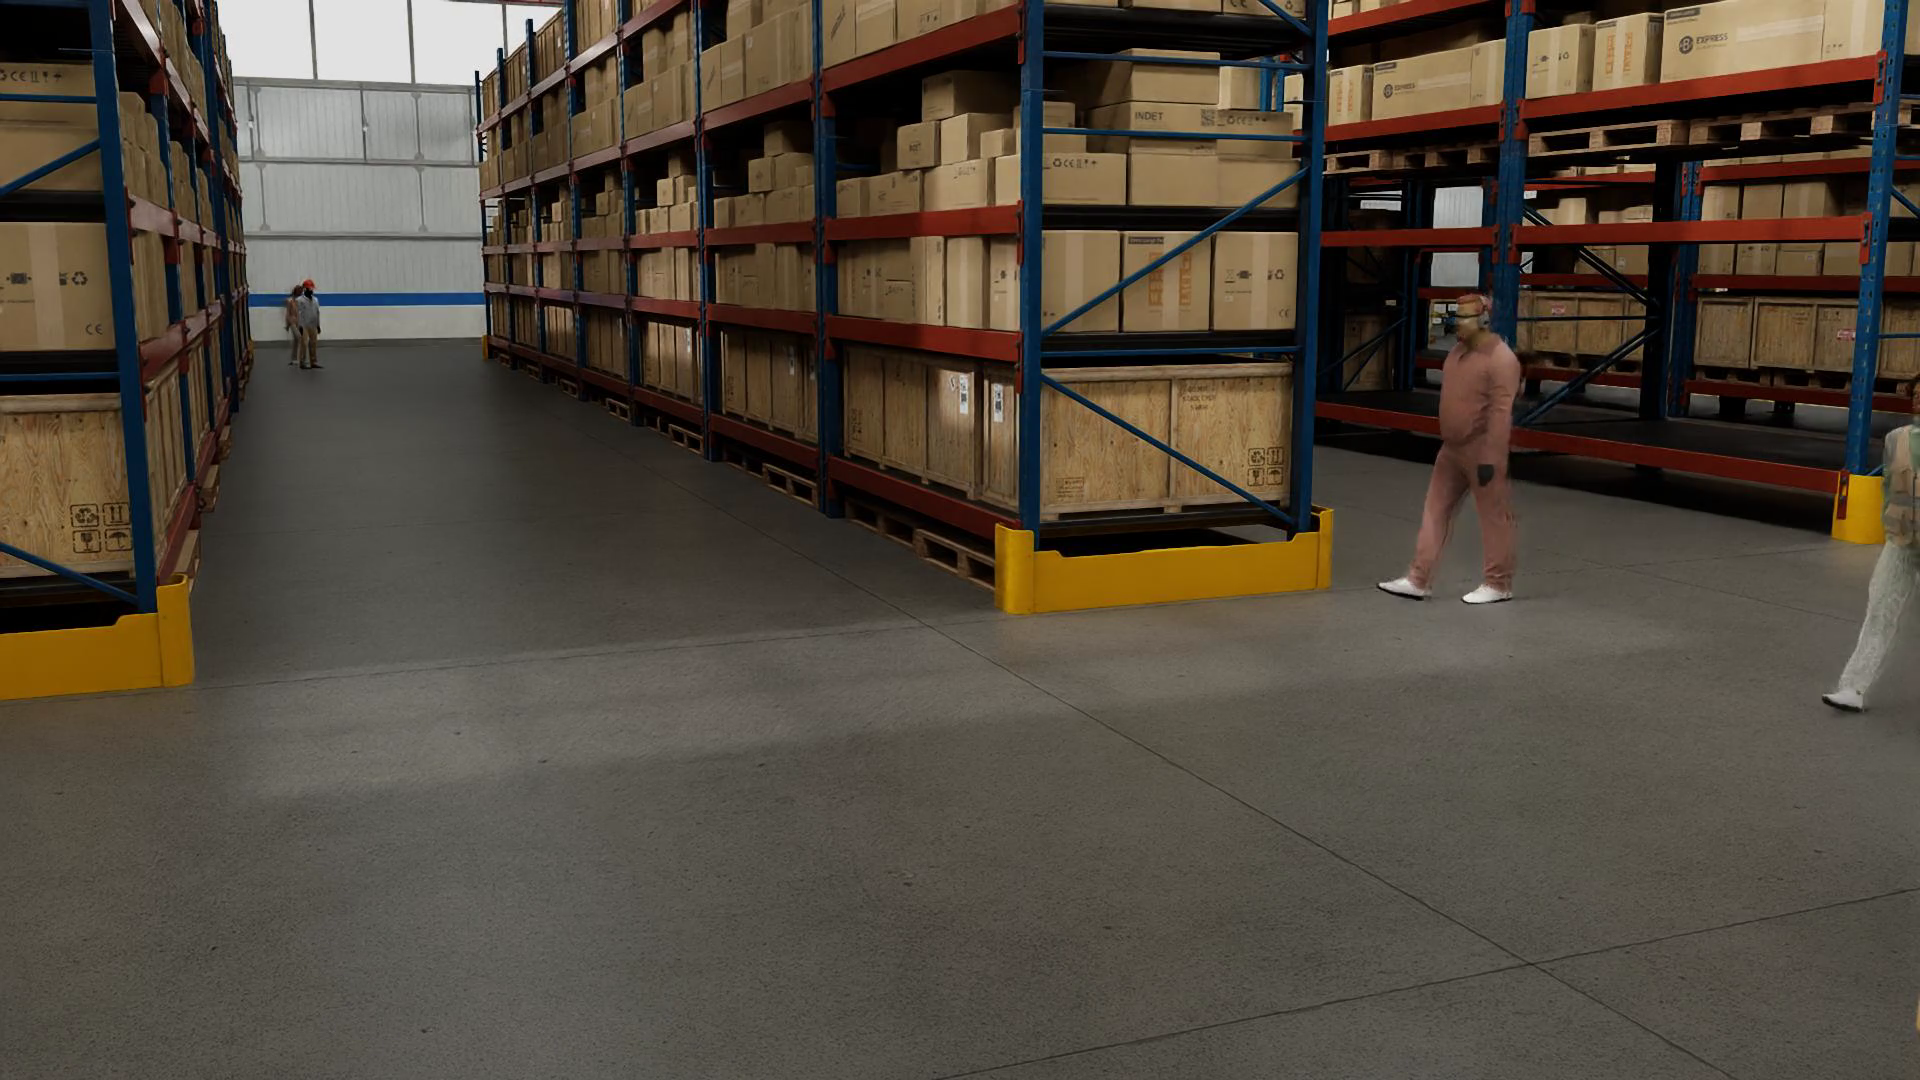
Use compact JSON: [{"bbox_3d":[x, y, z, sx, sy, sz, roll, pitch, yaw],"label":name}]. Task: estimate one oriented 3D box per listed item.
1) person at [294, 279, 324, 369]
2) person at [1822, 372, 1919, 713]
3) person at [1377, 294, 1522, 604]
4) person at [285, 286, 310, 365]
[{"bbox_3d":[-12.663,-4.193,32.389,0.360,1.742,0.563,4,10,23],"label":"person"},{"bbox_3d":[4.405,0.019,7.610,0.894,1.590,0.518,-5,11,-28],"label":"person"},{"bbox_3d":[2.964,-0.525,9.993,0.878,1.872,0.673,-3,10,-19],"label":"person"},{"bbox_3d":[-13.277,-4.319,33.531,0.851,1.593,0.526,4,10,25],"label":"person"}]
